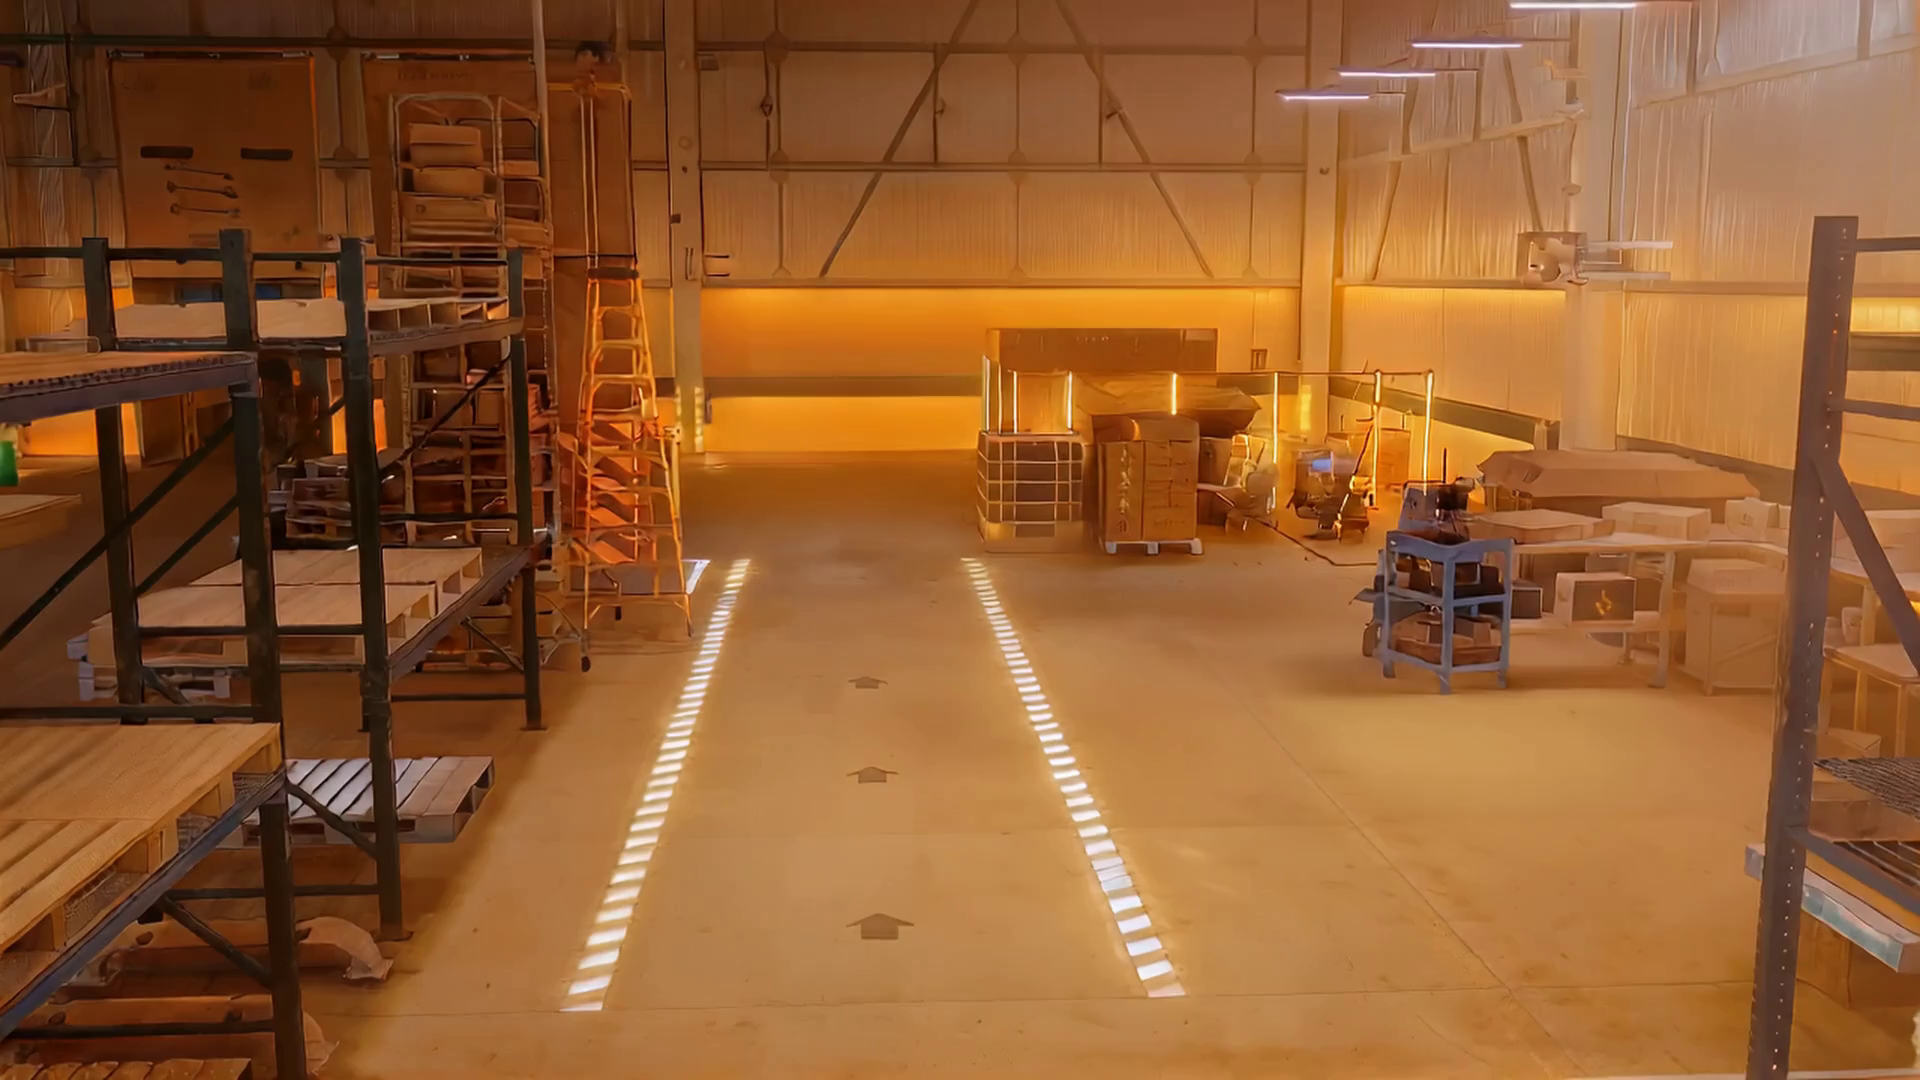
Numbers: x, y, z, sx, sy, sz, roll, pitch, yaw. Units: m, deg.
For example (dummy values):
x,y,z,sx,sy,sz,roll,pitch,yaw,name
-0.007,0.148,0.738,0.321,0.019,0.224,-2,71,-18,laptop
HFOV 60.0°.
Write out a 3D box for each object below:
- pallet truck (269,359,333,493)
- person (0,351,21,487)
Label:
x,y,z,sx,sy,sz,roll,pitch,yaw,name
-7.062,-1.131,18.996,1.885,1.965,0.823,2,9,13,pallet truck
-13.109,-1.683,22.686,0.544,1.930,0.388,9,13,44,person
